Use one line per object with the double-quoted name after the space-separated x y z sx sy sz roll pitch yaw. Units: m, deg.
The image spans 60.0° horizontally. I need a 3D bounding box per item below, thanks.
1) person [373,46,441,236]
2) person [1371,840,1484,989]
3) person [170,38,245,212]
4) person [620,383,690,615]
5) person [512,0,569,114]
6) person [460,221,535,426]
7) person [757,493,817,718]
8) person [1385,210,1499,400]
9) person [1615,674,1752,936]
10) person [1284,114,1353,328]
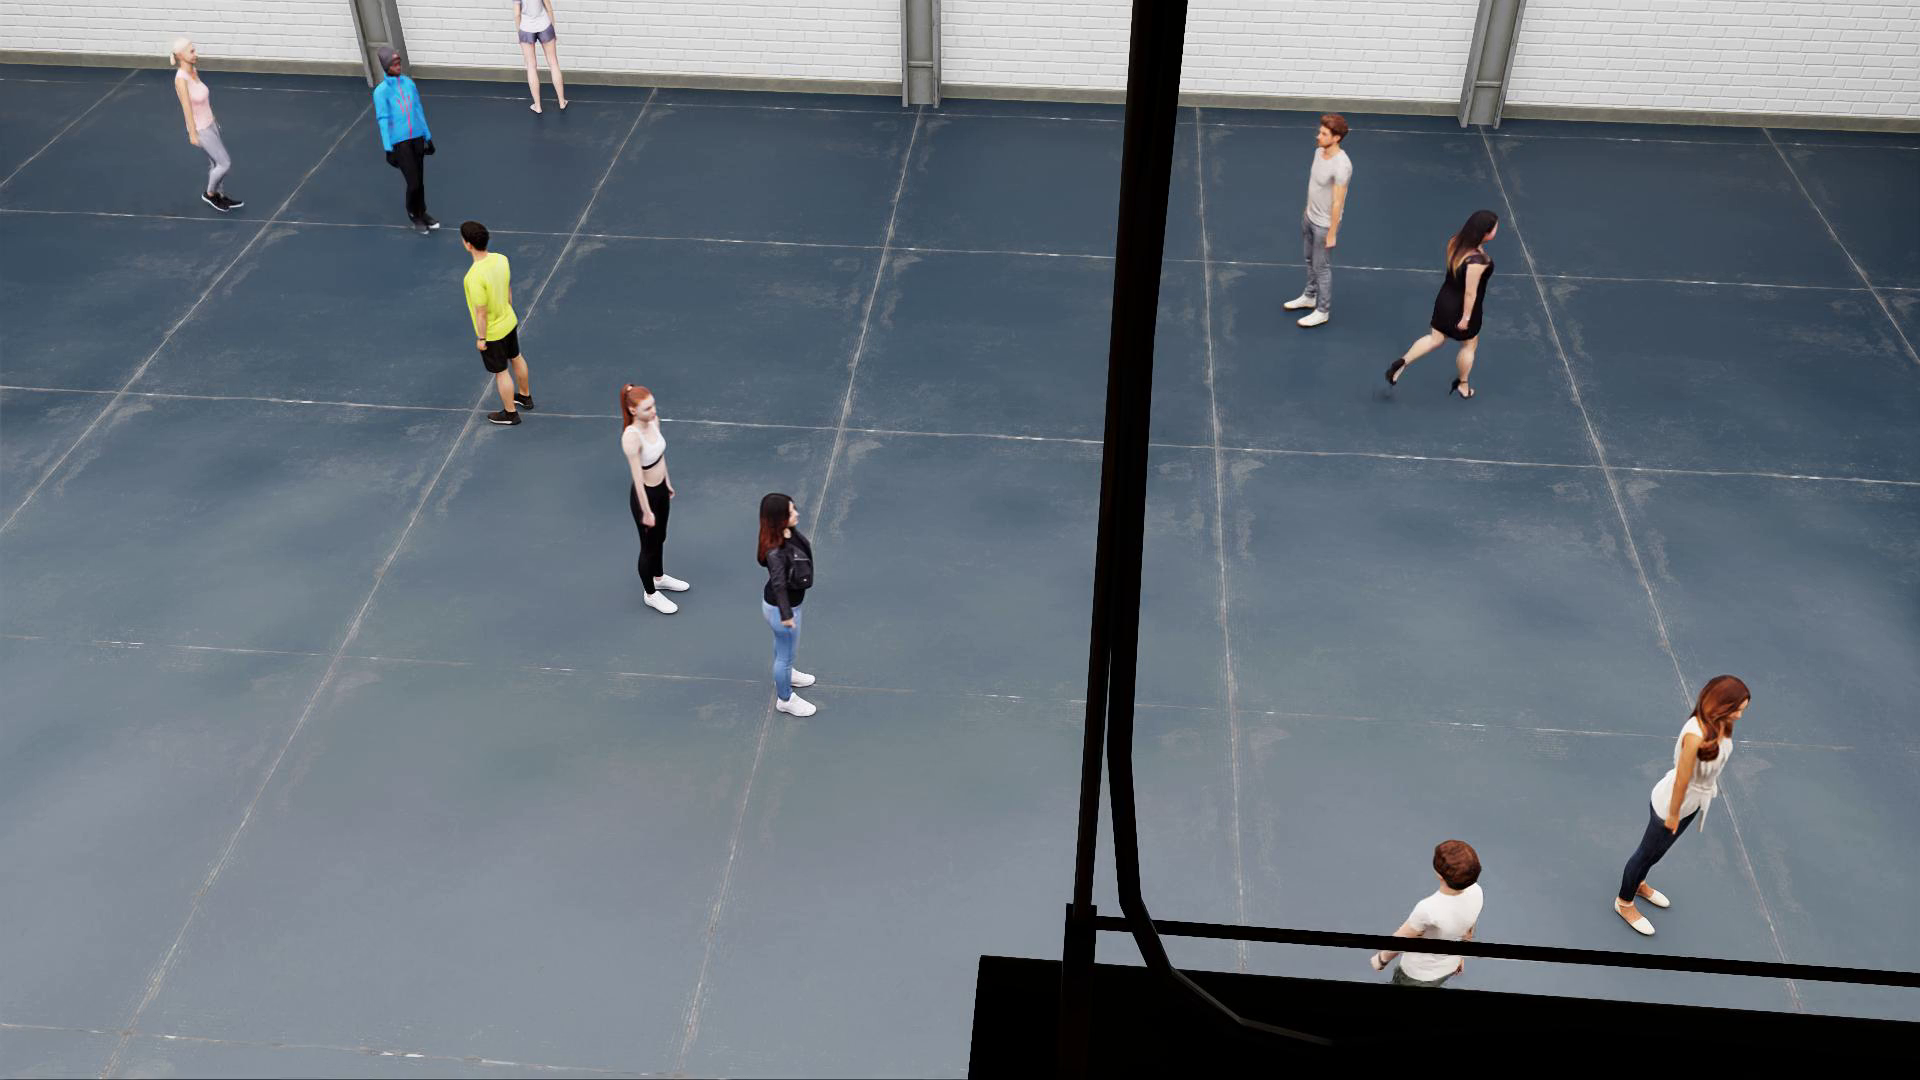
-5.213 -3.720 15.446 0.727 1.785 0.723 21 43 24 "person"
2.355 2.171 8.206 1.106 1.616 1.082 -22 43 -25 "person"
-7.242 -3.901 15.732 0.651 1.713 0.606 -2 39 -3 "person"
-2.092 -0.296 11.195 0.584 1.740 0.625 10 40 13 "person"
-4.481 -5.388 17.550 0.627 1.767 0.729 -13 40 -15 "person"
-3.621 -1.701 12.980 0.604 1.708 0.676 13 40 15 "person"
-1.097 0.380 10.435 0.587 1.633 0.660 -1 39 -1 "person"
3.861 -1.831 13.156 1.100 1.692 0.857 -8 39 -10 "person"
3.899 1.397 9.042 0.715 1.782 0.674 32 48 34 "person"
3.090 -2.726 14.116 0.674 1.892 0.726 -9 39 -11 "person"
